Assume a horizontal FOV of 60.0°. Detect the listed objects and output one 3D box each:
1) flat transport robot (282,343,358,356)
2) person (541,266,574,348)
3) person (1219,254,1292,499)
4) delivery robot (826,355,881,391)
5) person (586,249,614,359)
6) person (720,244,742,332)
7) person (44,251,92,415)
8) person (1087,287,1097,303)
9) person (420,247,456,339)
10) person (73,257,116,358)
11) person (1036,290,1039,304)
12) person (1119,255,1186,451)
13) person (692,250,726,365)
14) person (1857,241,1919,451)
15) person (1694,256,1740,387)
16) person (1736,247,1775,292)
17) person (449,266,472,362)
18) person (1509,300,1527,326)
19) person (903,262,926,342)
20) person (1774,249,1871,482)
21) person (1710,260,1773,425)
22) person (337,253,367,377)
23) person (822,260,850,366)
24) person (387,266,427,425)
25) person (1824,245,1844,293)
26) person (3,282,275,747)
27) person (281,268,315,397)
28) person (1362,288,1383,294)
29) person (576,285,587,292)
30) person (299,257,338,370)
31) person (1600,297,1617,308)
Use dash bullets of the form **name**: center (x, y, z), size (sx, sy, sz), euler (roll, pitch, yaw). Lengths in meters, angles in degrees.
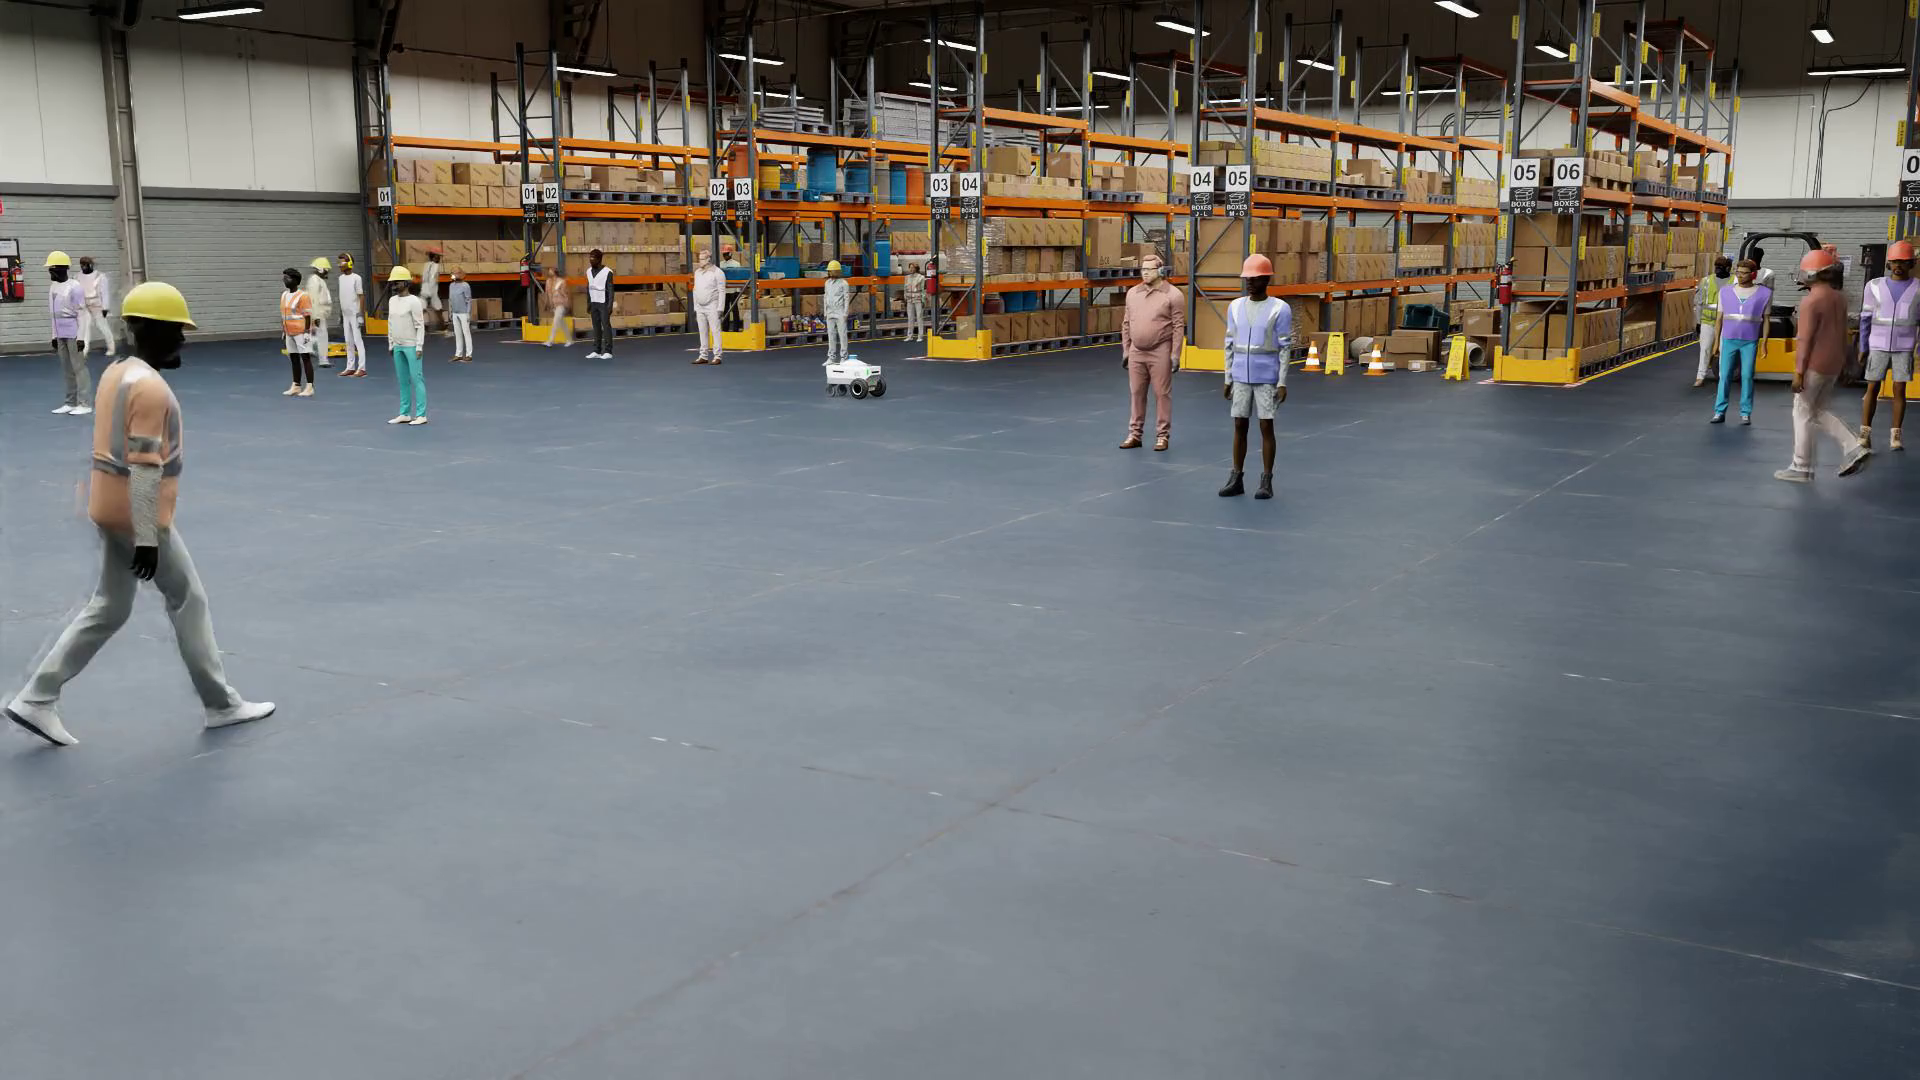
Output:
- **flat transport robot**: center (-11.473, -3.442, 29.928), size (1.431, 0.197, 0.652), euler (6, 12, 31)
- **person**: center (-7.826, -4.526, 32.306), size (0.502, 1.584, 0.884), euler (8, 13, 38)
- **person**: center (2.341, -1.290, 13.202), size (0.544, 1.939, 0.372), euler (7, 12, 33)
- **delivery robot**: center (-1.404, -2.192, 21.863), size (0.707, 0.478, 0.477), euler (6, 12, 31)
- **person**: center (-6.328, -4.147, 29.276), size (0.588, 1.915, 0.398), euler (7, 12, 33)
- **person**: center (-5.023, -5.420, 36.172), size (0.611, 1.996, 0.387), euler (7, 12, 33)
- **person**: center (-10.556, -2.439, 19.669), size (0.587, 1.928, 0.381), euler (7, 12, 33)
- **person**: center (3.755, -7.471, 47.823), size (0.628, 1.940, 0.377), euler (7, 12, 33)
- **person**: center (-11.170, -5.164, 34.899), size (0.617, 1.957, 1.131), euler (9, 14, 43)
- **person**: center (-15.442, -4.146, 29.627), size (0.640, 1.795, 0.991), euler (0, 10, 0)
- **person**: center (2.081, -7.117, 46.141), size (0.424, 1.830, 0.552), euler (-1, 10, -7)
- **person**: center (1.863, -1.824, 16.282), size (0.640, 1.910, 0.401), euler (7, 12, 33)
- **person**: center (-4.218, -3.878, 27.802), size (0.640, 1.904, 0.401), euler (7, 12, 33)
- **person**: center (9.136, -1.894, 16.291), size (0.606, 2.045, 0.389), euler (7, 12, 33)
- **person**: center (10.661, -3.054, 23.366), size (0.622, 1.840, 0.430), euler (7, 12, 33)
- **person**: center (12.901, -3.781, 27.087), size (0.605, 1.962, 0.373), euler (7, 12, 33)
- **person**: center (-8.542, -3.855, 28.417), size (0.499, 1.634, 0.285), euler (7, 12, 33)
- **person**: center (13.762, -6.227, 40.867), size (0.628, 1.936, 0.377), euler (7, 12, 33)
- **person**: center (-0.927, -4.890, 34.200), size (0.514, 1.642, 0.314), euler (7, 12, 33)
- **person**: center (7.307, -1.458, 14.033), size (0.623, 1.976, 0.625), euler (-7, 12, -36)
- **person**: center (8.762, -2.212, 18.645), size (0.564, 1.839, 0.395), euler (7, 12, 33)
- **person**: center (-9.242, -3.401, 25.218), size (0.521, 1.873, 0.334), euler (7, 12, 33)
- **person**: center (-2.048, -3.726, 27.406), size (0.485, 1.739, 0.313), euler (7, 12, 33)
- **person**: center (-6.193, -2.163, 18.571), size (0.524, 1.769, 0.325), euler (7, 12, 33)
- **person**: center (18.843, -5.416, 36.167), size (0.611, 1.990, 0.392), euler (7, 12, 33)
- **person**: center (-3.385, -0.097, 6.729), size (0.963, 1.876, 0.637), euler (-8, 13, -39)
- **person**: center (-8.757, -2.734, 21.961), size (0.533, 1.697, 0.322), euler (7, 12, 33)
- **person**: center (9.738, -5.822, 39.262), size (0.533, 1.697, 0.322), euler (7, 12, 33)
- **person**: center (-8.889, -5.873, 39.367), size (0.524, 1.764, 0.329), euler (7, 12, 33)
- **person**: center (-10.348, -3.631, 26.687), size (0.604, 1.807, 0.636), euler (-3, 11, -16)
- **person**: center (15.053, -5.784, 38.588), size (0.521, 1.864, 0.334), euler (7, 12, 33)
